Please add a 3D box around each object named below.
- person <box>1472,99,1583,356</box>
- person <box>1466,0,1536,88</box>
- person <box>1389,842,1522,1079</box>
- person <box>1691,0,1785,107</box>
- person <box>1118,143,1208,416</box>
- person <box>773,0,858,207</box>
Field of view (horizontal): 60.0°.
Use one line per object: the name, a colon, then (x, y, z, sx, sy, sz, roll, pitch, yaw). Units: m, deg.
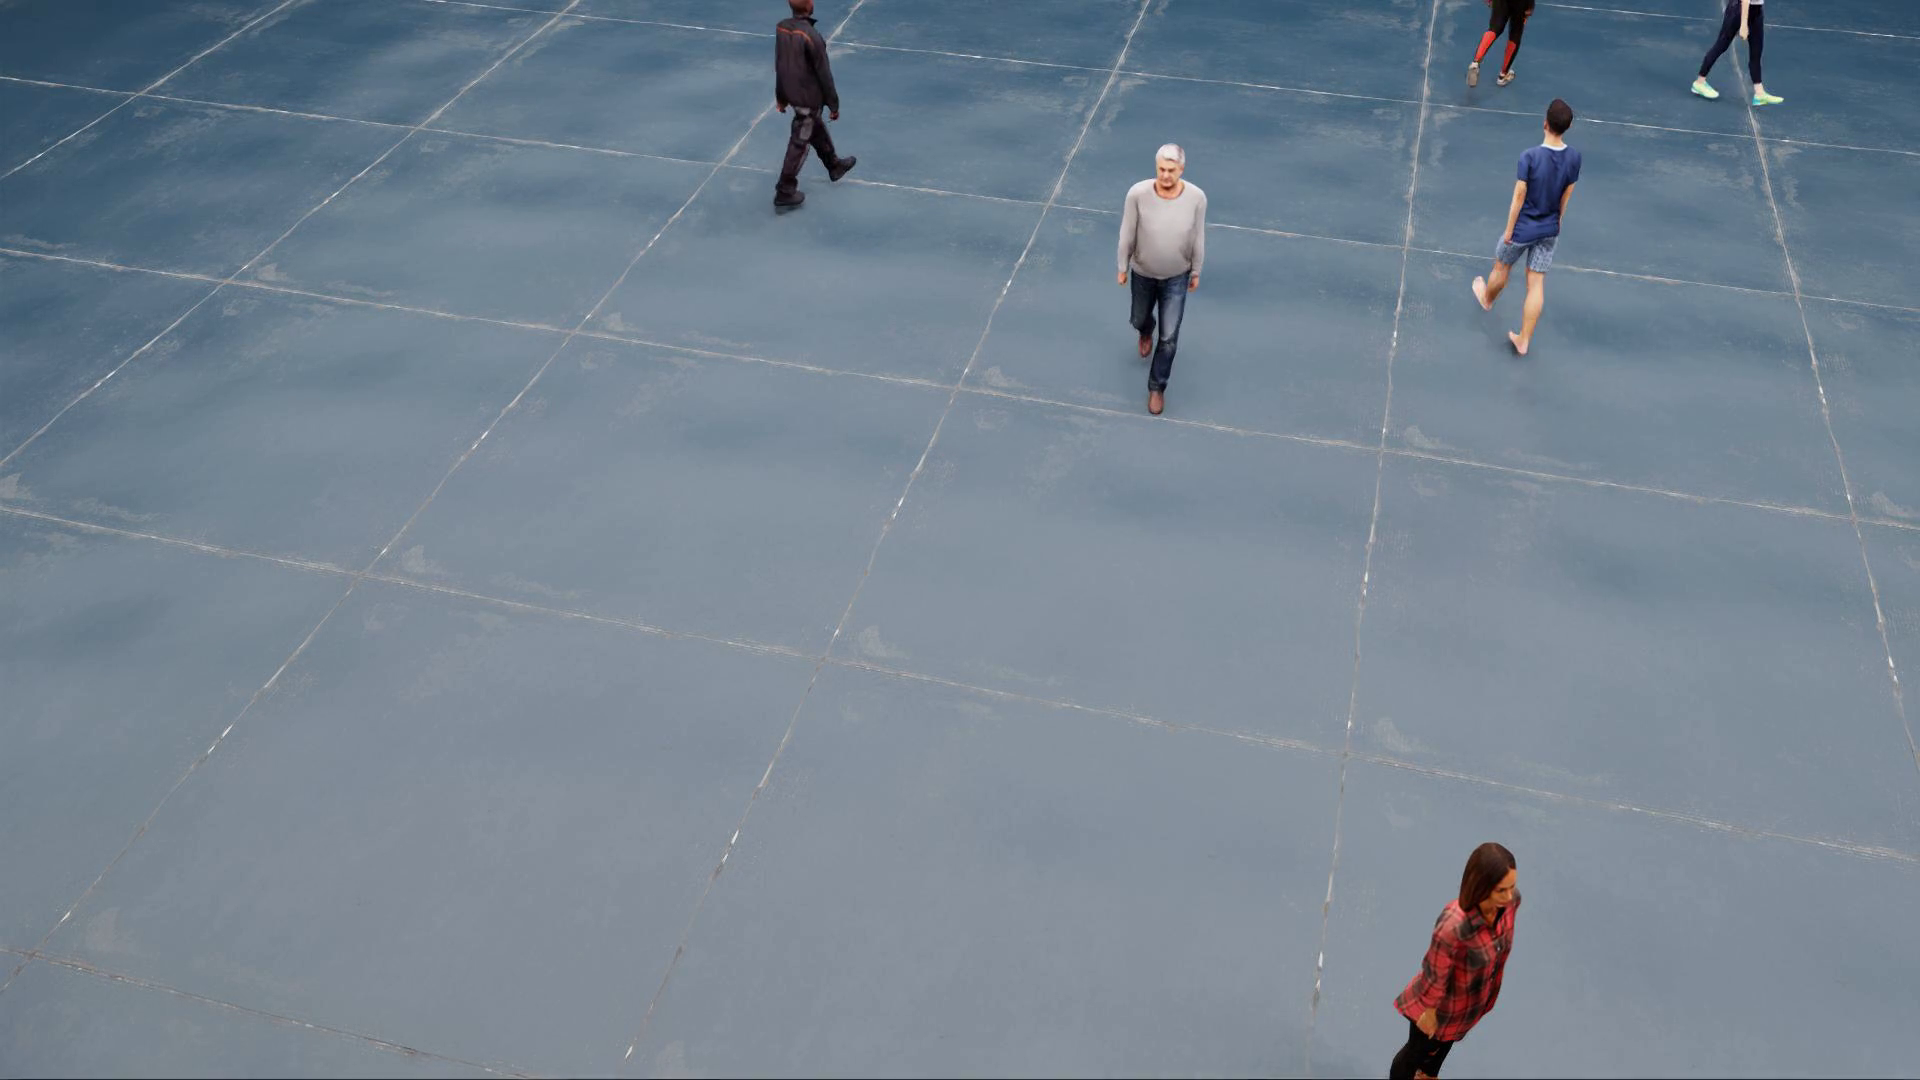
person: (4.125, -2.173, 11.873, 0.880, 1.802, 1.185, -3, 38, -3)
person: (5.157, -5.090, 15.614, 0.908, 1.785, 1.127, 27, 46, 31)
person: (2.029, 1.843, 6.820, 0.685, 1.702, 0.767, -25, 44, -28)
person: (7.196, -4.890, 15.452, 1.107, 1.669, 1.082, -27, 46, -30)
person: (1.377, -1.876, 11.427, 0.813, 1.882, 1.181, 6, 38, 7)
person: (-1.343, -3.611, 13.725, 1.120, 1.784, 1.351, 31, 48, 34)
